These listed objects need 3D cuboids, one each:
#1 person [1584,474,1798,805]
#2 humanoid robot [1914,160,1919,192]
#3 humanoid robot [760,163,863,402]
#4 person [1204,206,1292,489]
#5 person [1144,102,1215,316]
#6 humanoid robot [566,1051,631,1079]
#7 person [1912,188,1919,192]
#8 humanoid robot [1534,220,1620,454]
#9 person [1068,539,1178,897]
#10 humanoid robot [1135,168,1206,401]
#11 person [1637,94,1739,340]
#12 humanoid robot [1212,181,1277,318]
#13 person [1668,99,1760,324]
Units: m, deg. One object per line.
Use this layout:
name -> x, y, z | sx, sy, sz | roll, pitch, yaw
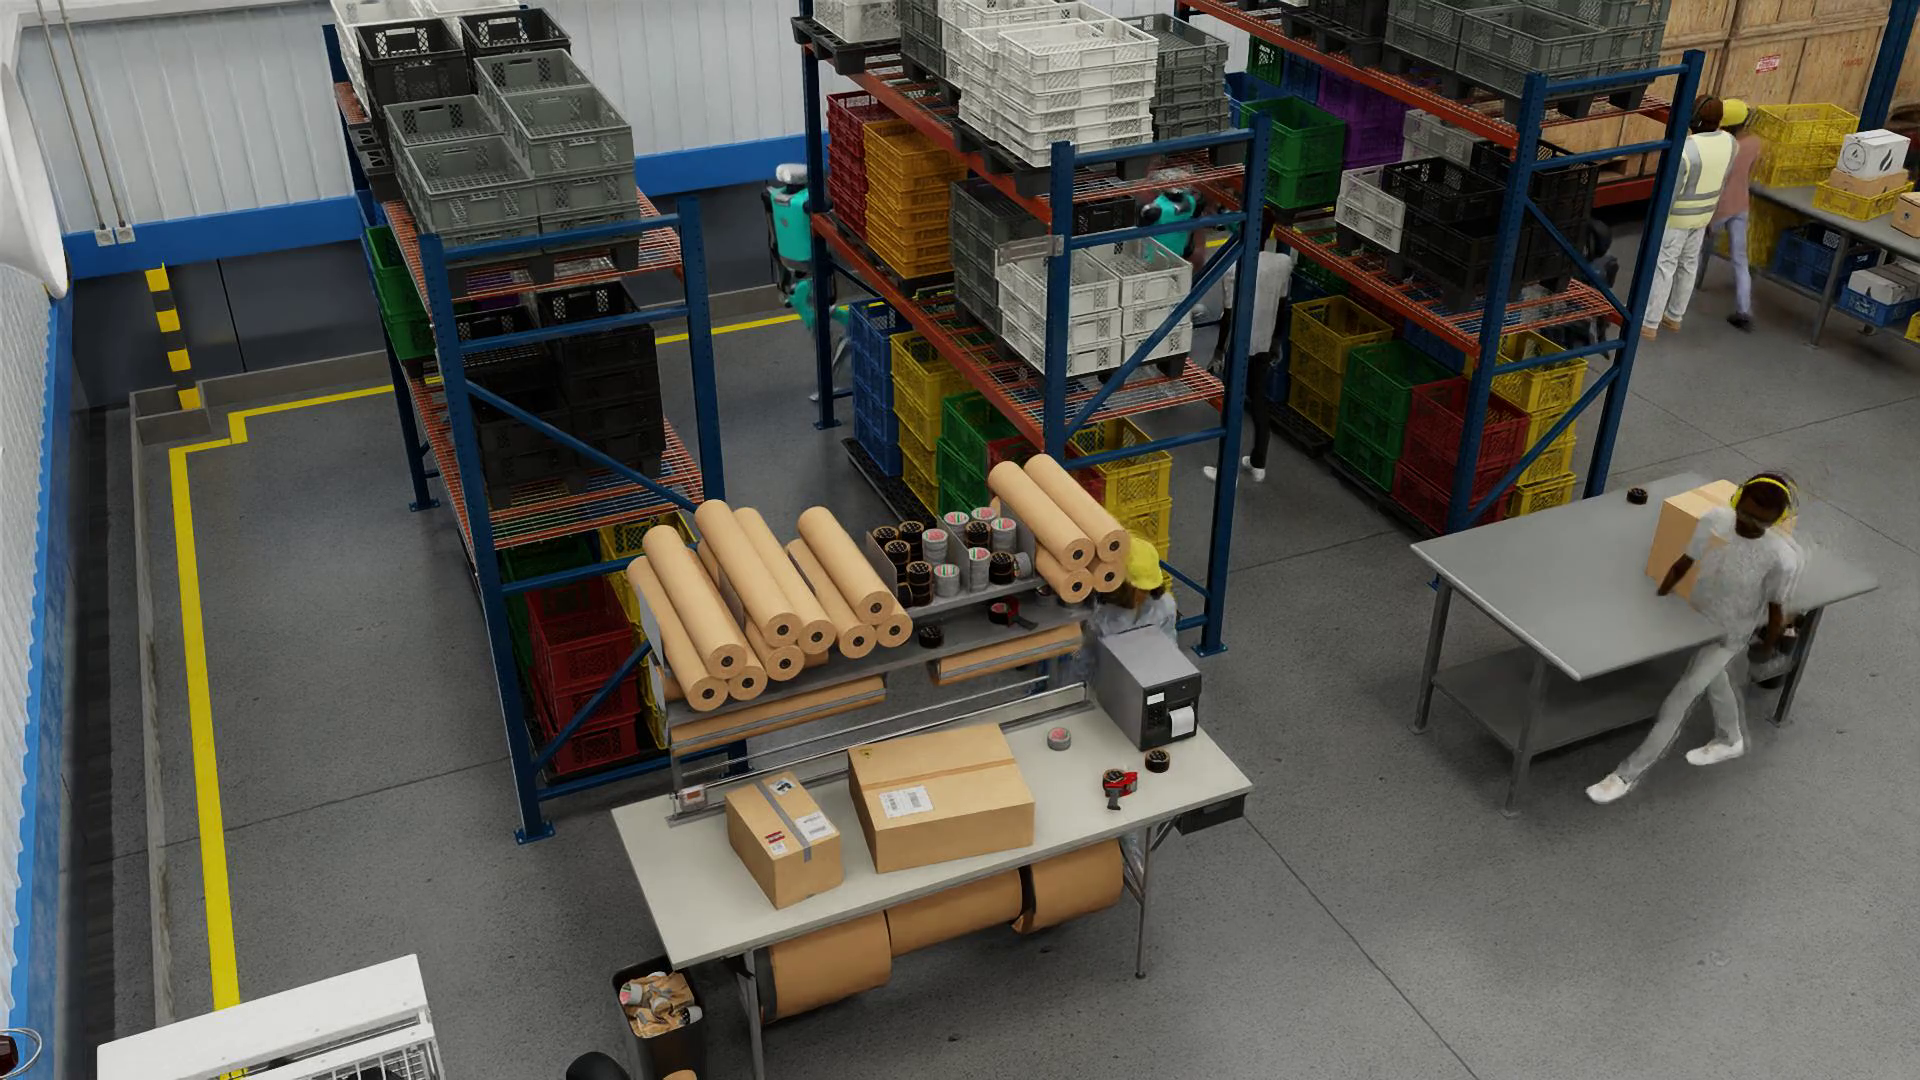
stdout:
person -> 3.521, 0.438, 7.794 | 1.019, 1.794, 0.545 | -11, 33, -17
humanoid robot -> 8.149, -3.207, 13.822 | 0.315, 1.657, 0.599 | 10, 33, 16
humanoid robot -> -0.944, -1.724, 11.470 | 0.550, 1.899, 0.685 | 23, 38, 33
person -> 1.792, -1.198, 10.394 | 0.530, 1.864, 0.309 | -14, 34, -21
person -> 1.636, -2.466, 12.439 | 0.679, 1.890, 0.376 | -17, 36, -26
humanoid robot -> -1.005, 2.180, 5.073 | 0.315, 1.657, 0.599 | 19, 37, 28
person -> 8.660, -3.718, 14.441 | 0.430, 1.916, 0.537 | -5, 32, -8
humanoid robot -> 3.939, -1.301, 10.749 | 0.607, 1.643, 0.369 | -15, 35, -23
person -> 0.715, 0.678, 7.504 | 0.496, 1.699, 0.893 | -14, 34, -22
humanoid robot -> 1.196, -1.814, 11.577 | 0.539, 1.751, 1.049 | -20, 37, -29
person -> 5.348, -2.389, 12.351 | 0.624, 1.844, 0.429 | -15, 35, -23
humanoid robot -> 2.257, -2.414, 12.575 | 0.713, 1.882, 0.538 | -13, 34, -20
person -> 5.832, -2.505, 12.660 | 0.540, 1.708, 0.878 | -11, 33, -18
